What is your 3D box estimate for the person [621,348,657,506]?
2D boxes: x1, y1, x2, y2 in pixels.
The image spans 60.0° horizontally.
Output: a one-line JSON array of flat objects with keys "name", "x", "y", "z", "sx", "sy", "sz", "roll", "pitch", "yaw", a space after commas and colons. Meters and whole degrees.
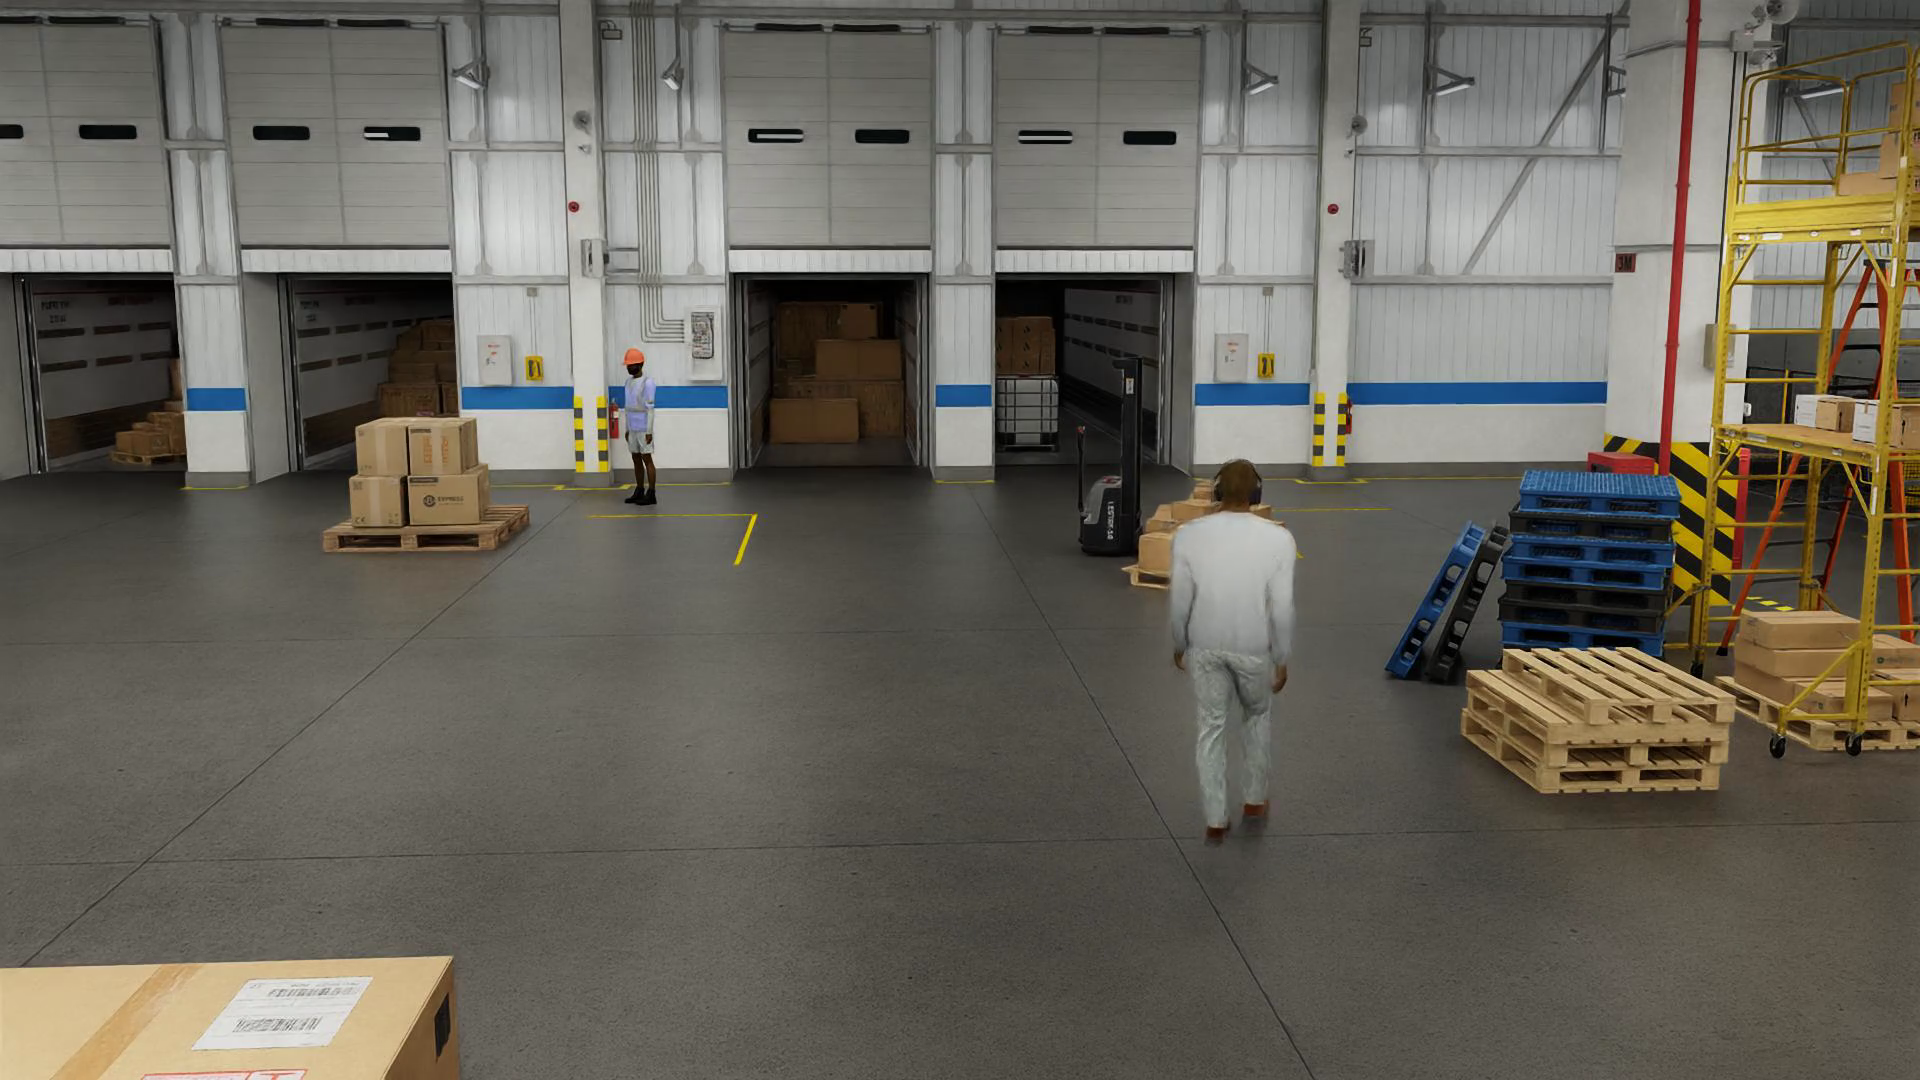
[{"name": "person", "x": -3.960, "y": -1.387, "z": 20.442, "sx": 0.543, "sy": 1.930, "sz": 0.389, "roll": 9, "pitch": 13, "yaw": 44}]

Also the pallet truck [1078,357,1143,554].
[{"name": "pallet truck", "x": 2.088, "y": -0.836, "z": 16.757, "sx": 1.885, "sy": 1.965, "sz": 0.823, "roll": 2, "pitch": 9, "yaw": 13}]

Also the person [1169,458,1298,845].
[{"name": "person", "x": 1.374, "y": 0.538, "z": 8.411, "sx": 0.633, "sy": 1.916, "sz": 0.743, "roll": 2, "pitch": 9, "yaw": 13}]
